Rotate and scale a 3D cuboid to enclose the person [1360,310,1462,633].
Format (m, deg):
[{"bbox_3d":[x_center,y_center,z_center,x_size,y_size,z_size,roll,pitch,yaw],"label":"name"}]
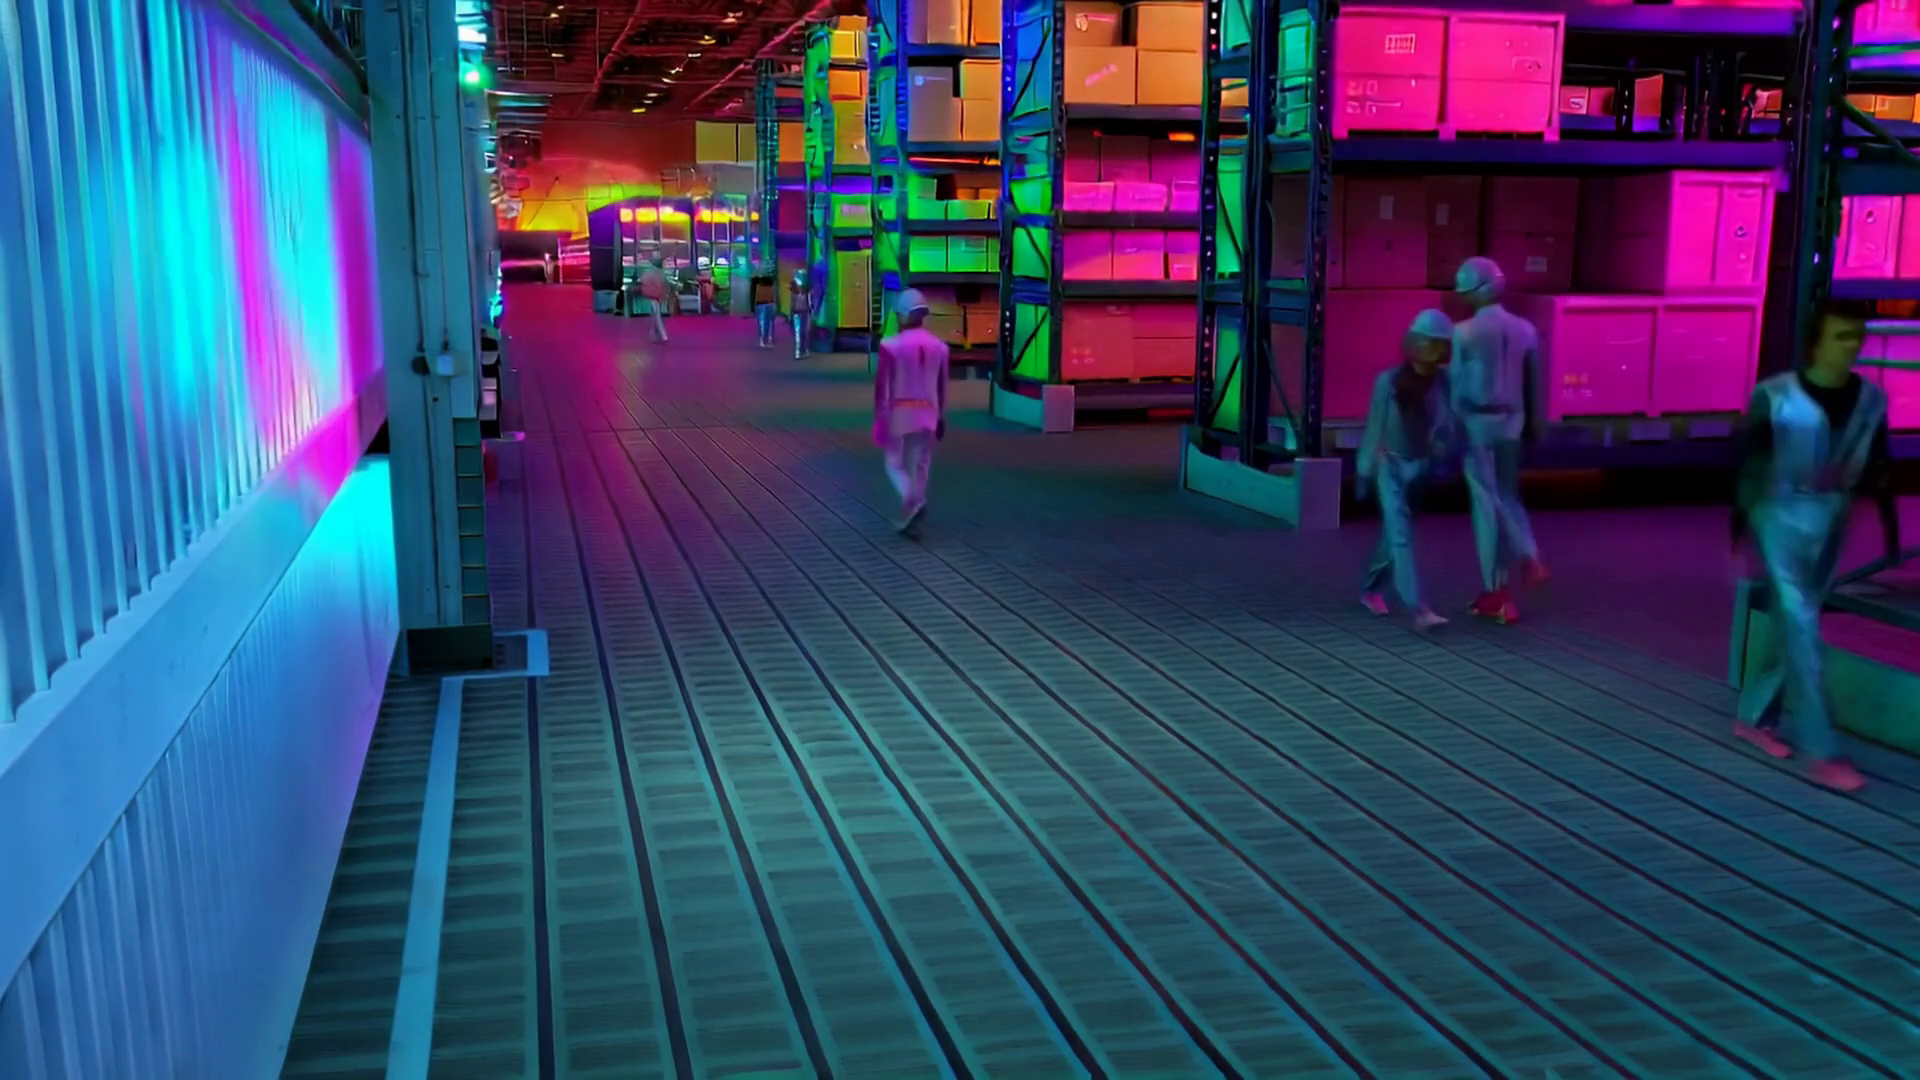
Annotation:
[{"bbox_3d":[2.427,-0.375,8.860,0.498,1.680,0.934,-3,10,-16],"label":"person"}]

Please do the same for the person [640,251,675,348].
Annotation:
[{"bbox_3d":[-6.111,-4.836,33.446,1.044,1.941,0.625,8,13,38],"label":"person"}]

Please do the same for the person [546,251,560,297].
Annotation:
[{"bbox_3d":[-16.249,-10.615,66.421,0.391,1.841,0.564,9,13,42],"label":"person"}]

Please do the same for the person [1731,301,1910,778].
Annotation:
[{"bbox_3d":[3.354,-0.001,6.399,0.589,1.801,0.913,-2,10,-12],"label":"person"}]

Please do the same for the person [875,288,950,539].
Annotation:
[{"bbox_3d":[-0.331,-0.855,11.432,0.590,1.737,0.398,-6,12,-32],"label":"person"}]

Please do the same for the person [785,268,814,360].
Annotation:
[{"bbox_3d":[-2.882,-4.058,29.890,0.531,1.628,0.415,-2,10,-12],"label":"person"}]

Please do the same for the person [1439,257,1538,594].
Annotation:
[{"bbox_3d":[3.068,-0.660,9.717,0.622,1.961,0.452,-4,11,-24],"label":"person"}]

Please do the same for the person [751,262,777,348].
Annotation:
[{"bbox_3d":[-3.928,-4.718,33.367,0.534,1.725,0.917,-3,10,-17],"label":"person"}]
